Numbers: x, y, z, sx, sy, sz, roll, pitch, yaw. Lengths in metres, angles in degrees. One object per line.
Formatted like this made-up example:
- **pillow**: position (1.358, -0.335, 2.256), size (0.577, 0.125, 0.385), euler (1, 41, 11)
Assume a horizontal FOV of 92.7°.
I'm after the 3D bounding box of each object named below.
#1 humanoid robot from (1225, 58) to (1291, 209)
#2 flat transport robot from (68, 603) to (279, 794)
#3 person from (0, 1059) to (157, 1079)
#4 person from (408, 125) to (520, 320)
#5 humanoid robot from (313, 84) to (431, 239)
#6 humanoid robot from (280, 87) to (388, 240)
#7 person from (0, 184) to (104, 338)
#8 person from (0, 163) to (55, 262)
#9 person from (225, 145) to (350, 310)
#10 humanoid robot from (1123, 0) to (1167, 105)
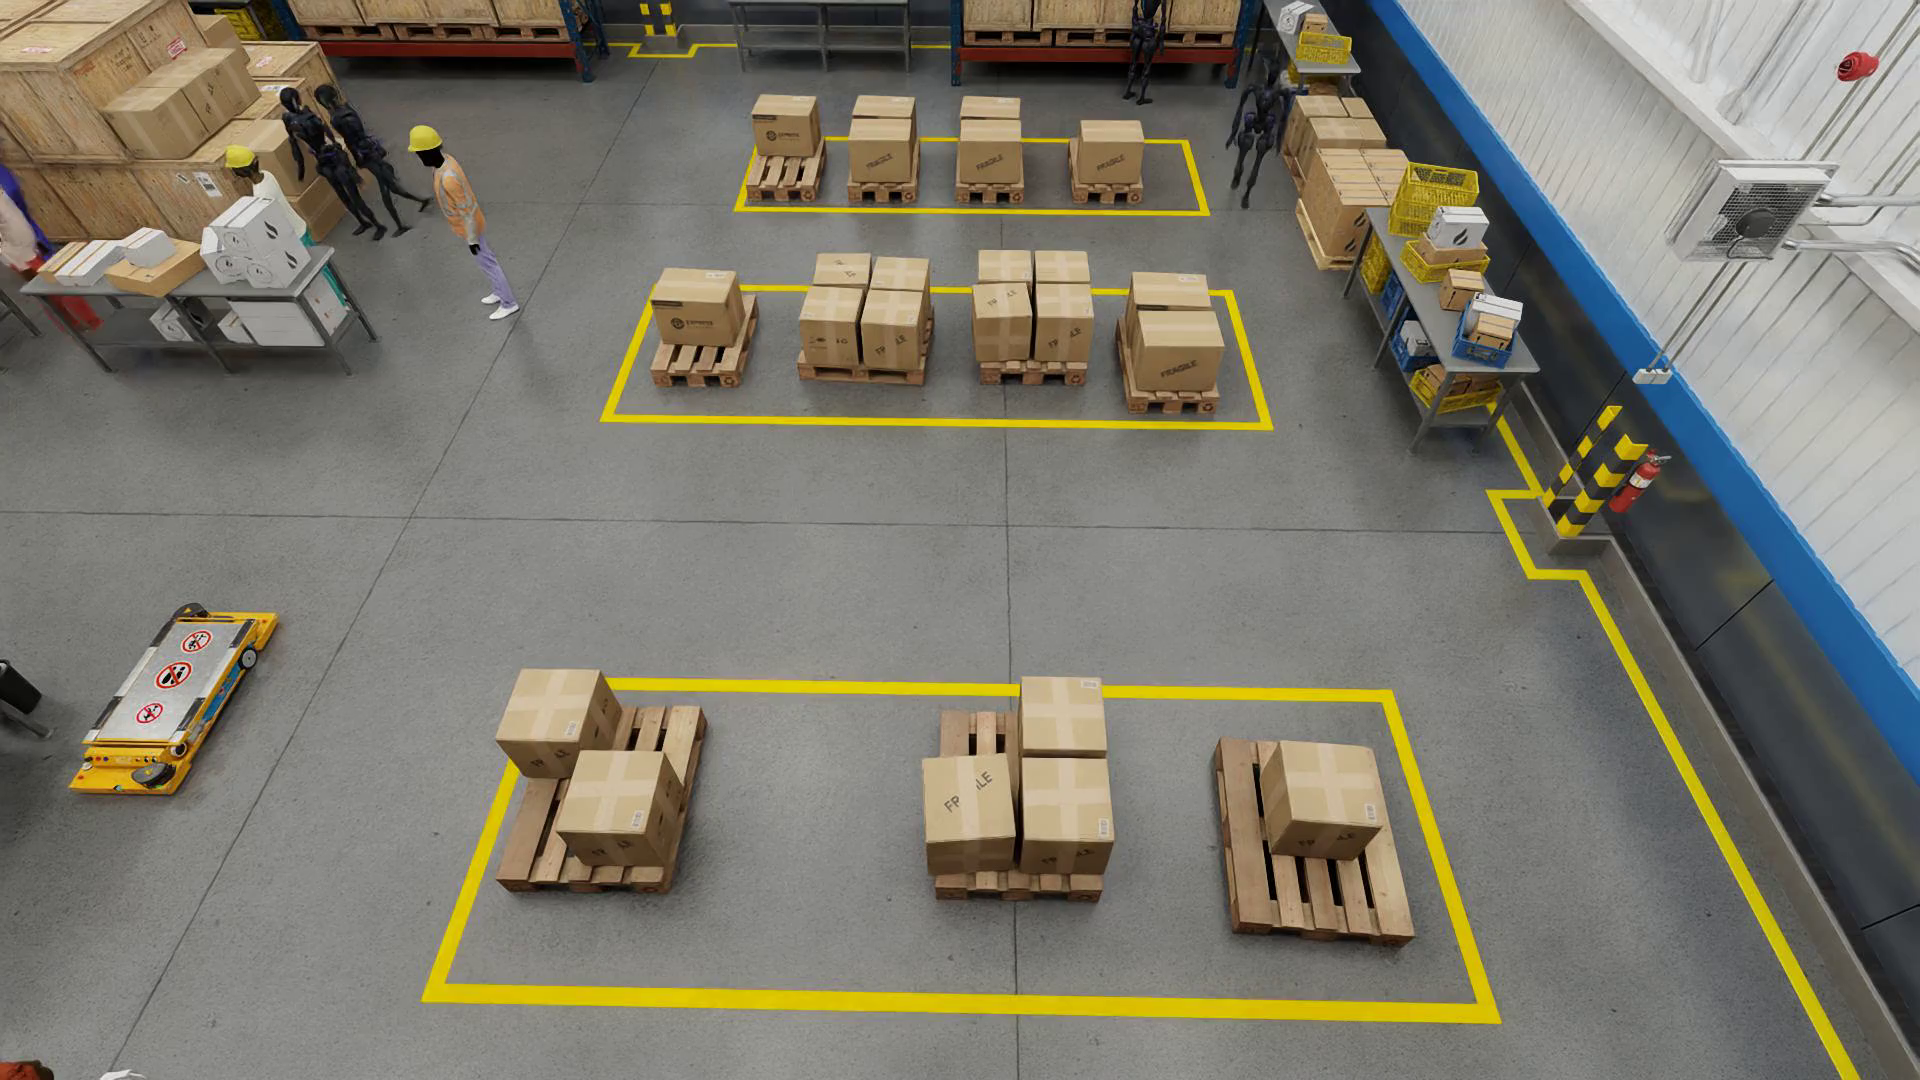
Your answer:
- **humanoid robot**: position (3.358, -4.621, 10.362), size (0.613, 1.644, 0.437), euler (11, 51, 9)
- **flat transport robot**: position (-5.504, 1.072, 6.442), size (0.652, 0.197, 1.431), euler (1, 50, 1)
- **person**: position (-3.583, 2.629, 4.085), size (0.573, 1.882, 0.356), euler (-18, 52, -14)
- **person**: position (-4.777, -3.042, 8.855), size (0.363, 1.926, 0.592), euler (-24, 54, -19)
- **humanoid robot**: position (-6.361, -4.218, 10.033), size (0.636, 1.624, 0.656), euler (31, 56, 23)
- **humanoid robot**: position (-6.804, -4.013, 9.840), size (0.658, 1.647, 0.405), euler (13, 51, 11)
- **person**: position (-8.652, -2.695, 8.552), size (0.693, 1.952, 0.614), euler (-22, 53, -18)
- **person**: position (-9.751, -3.473, 9.146), size (0.549, 2.000, 0.701), euler (1, 50, 1)
- **person**: position (-6.503, -2.965, 8.894), size (0.326, 1.768, 0.524), euler (-16, 52, -13)
- **humanoid robot**: position (2.458, -6.647, 12.060), size (0.331, 1.657, 0.586), euler (-34, 58, -25)
